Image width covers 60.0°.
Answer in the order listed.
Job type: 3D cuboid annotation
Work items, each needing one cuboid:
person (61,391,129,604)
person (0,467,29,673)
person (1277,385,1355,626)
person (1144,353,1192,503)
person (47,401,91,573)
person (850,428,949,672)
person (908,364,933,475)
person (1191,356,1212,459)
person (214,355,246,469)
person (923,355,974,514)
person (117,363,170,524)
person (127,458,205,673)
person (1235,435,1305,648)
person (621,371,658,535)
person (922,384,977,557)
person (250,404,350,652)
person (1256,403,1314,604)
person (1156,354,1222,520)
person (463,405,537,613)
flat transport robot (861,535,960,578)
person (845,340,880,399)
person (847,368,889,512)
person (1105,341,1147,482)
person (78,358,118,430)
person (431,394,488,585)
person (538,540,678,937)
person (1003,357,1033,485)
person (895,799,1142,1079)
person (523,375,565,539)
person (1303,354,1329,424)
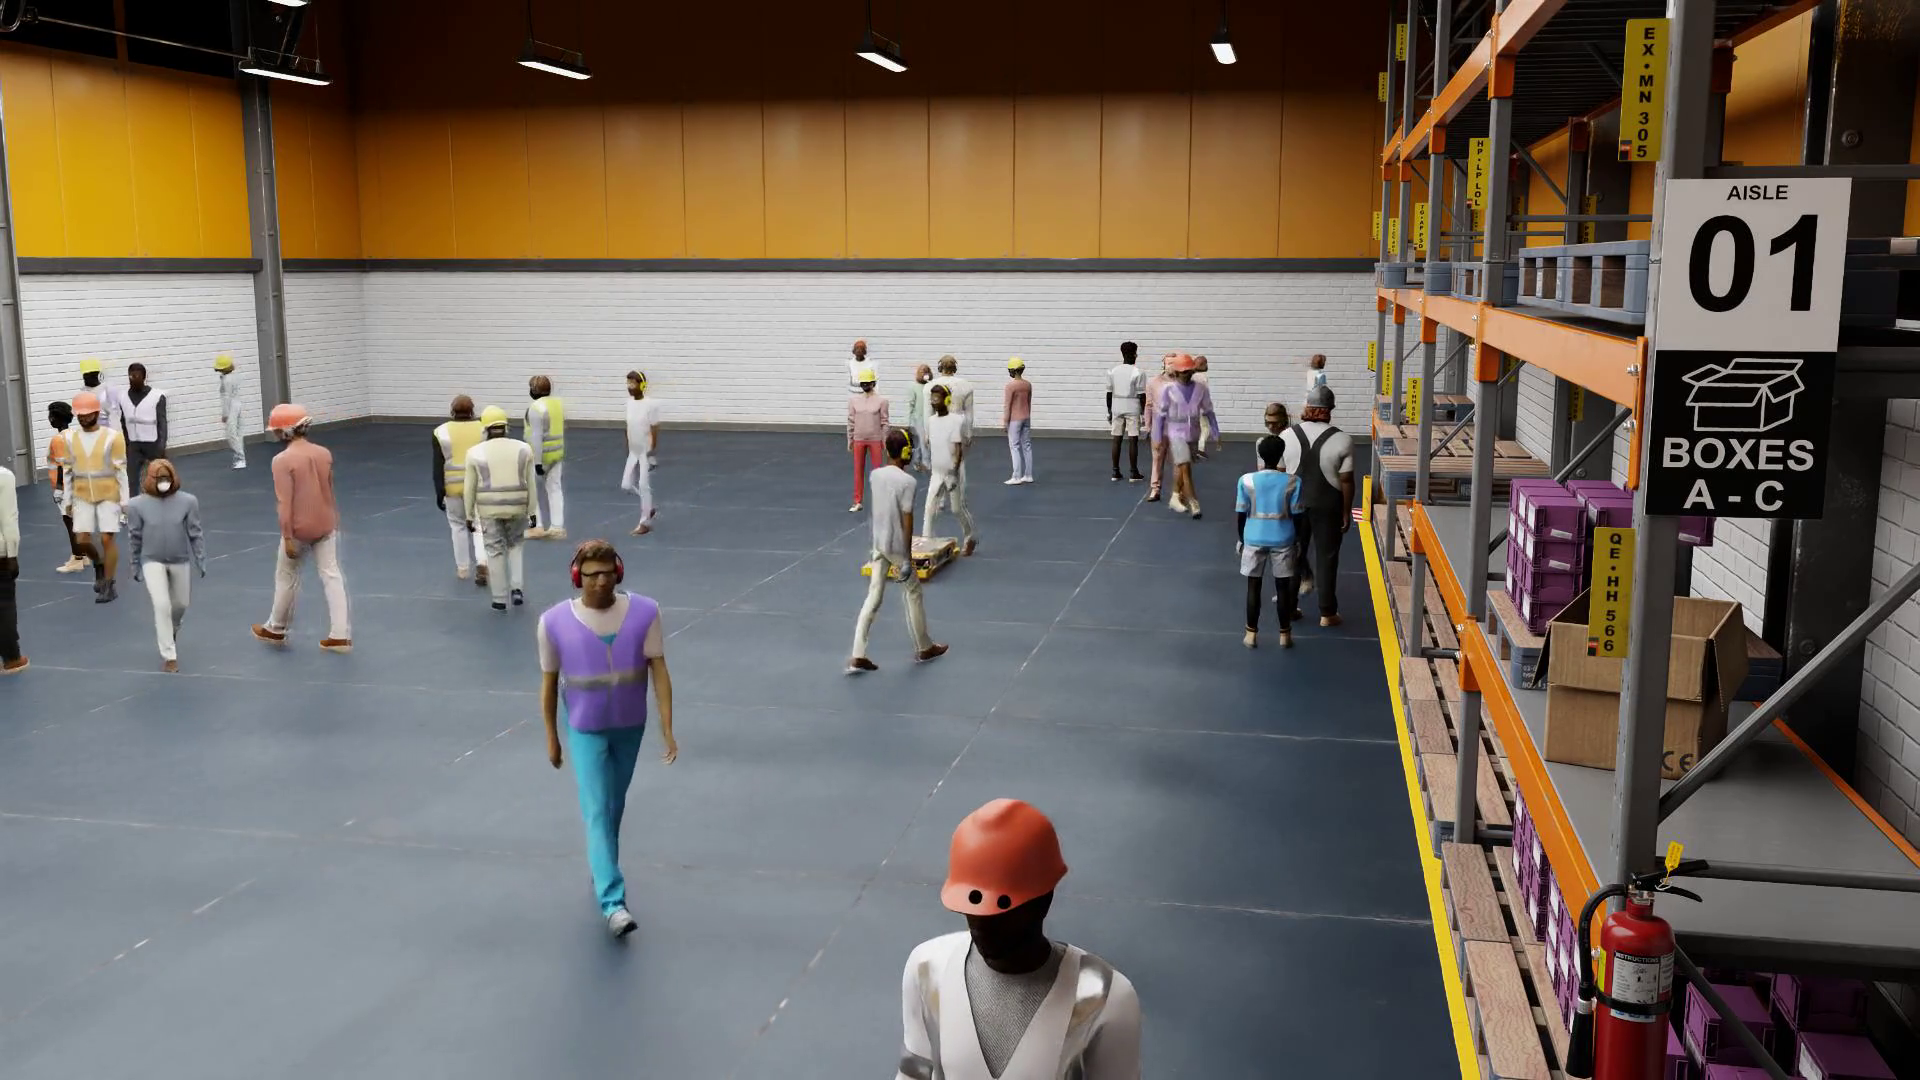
[{"bbox_3d":[-7.746,-0.390,14.939,0.572,1.918,0.495,-1,10,-8],"label":"person"},{"bbox_3d":[-7.123,0.077,12.003,0.622,1.964,0.923,-1,9,-7],"label":"person"},{"bbox_3d":[3.010,-0.306,14.057,0.685,2.000,0.535,5,10,26],"label":"person"},{"bbox_3d":[2.661,-1.428,21.204,0.650,1.913,0.409,3,10,16],"label":"person"},{"bbox_3d":[-8.801,-0.525,16.407,0.318,1.699,0.535,-2,10,-12],"label":"person"},{"bbox_3d":[-0.496,0.070,12.469,0.537,1.822,0.971,8,12,40],"label":"person"},{"bbox_3d":[-0.530,-1.764,24.168,0.508,1.597,0.810,-5,11,-28],"label":"person"},{"bbox_3d":[3.713,-2.049,25.837,0.438,1.618,0.502,-6,11,-32],"label":"person"},{"bbox_3d":[-10.868,-1.909,24.770,0.332,1.699,0.627,-3,10,-15],"label":"person"},{"bbox_3d":[-0.147,-1.285,20.263,0.630,1.938,0.369,-2,10,-12],"label":"person"},{"bbox_3d":[-9.577,-1.121,19.458,0.614,1.872,0.942,1,9,4],"label":"person"},{"bbox_3d":[-6.015,0.159,12.598,0.506,1.603,0.737,-6,11,-34],"label":"person"},{"bbox_3d":[2.444,0.016,13.154,0.540,1.695,0.317,1,10,9],"label":"person"},{"bbox_3d":[-3.582,-0.973,18.667,0.512,1.852,0.413,6,11,32],"label":"person"},{"bbox_3d":[-0.129,-0.685,17.030,0.512,1.822,0.936,6,11,34],"label":"person"},{"bbox_3d":[-5.217,-0.097,13.072,0.984,1.940,0.645,5,11,28],"label":"person"},{"bbox_3d":[2.906,-0.329,14.880,0.569,1.812,0.510,8,12,40],"label":"person"},{"bbox_3d":[2.747,-1.252,19.980,0.741,1.972,1.074,-2,10,-13],"label":"person"},{"bbox_3d":[-4.010,-0.266,14.492,0.617,1.811,0.447,-5,11,-27],"label":"person"},{"bbox_3d":[-0.473,0.149,16.639,0.652,0.197,1.431,2,10,13],"label":"flat transport robot"},{"bbox_3d":[-1.542,-2.331,26.926,0.589,1.839,0.898,2,10,11],"label":"person"},{"bbox_3d":[-1.129,-1.214,20.358,0.525,1.769,0.308,1,10,7],"label":"person"},{"bbox_3d":[2.336,-1.796,23.256,0.615,1.963,0.361,5,11,30],"label":"person"},{"bbox_3d":[-10.708,-1.335,20.763,0.607,1.885,0.977,2,10,14],"label":"person"},{"bbox_3d":[-4.677,-0.481,15.828,0.634,1.814,0.852,-4,10,-21],"label":"person"},{"bbox_3d":[-1.624,0.882,7.687,0.569,1.783,1.017,-5,11,-28],"label":"person"},{"bbox_3d":[0.788,-1.645,22.986,0.360,1.756,0.522,9,13,42],"label":"person"},{"bbox_3d":[0.105,1.485,3.577,0.551,1.934,0.373,4,10,21],"label":"person"},{"bbox_3d":[-4.641,-0.909,18.337,0.594,1.821,0.642,4,10,21],"label":"person"},{"bbox_3d":[5.726,-2.143,26.452,0.811,1.602,0.524,-4,10,-24],"label":"person"}]
